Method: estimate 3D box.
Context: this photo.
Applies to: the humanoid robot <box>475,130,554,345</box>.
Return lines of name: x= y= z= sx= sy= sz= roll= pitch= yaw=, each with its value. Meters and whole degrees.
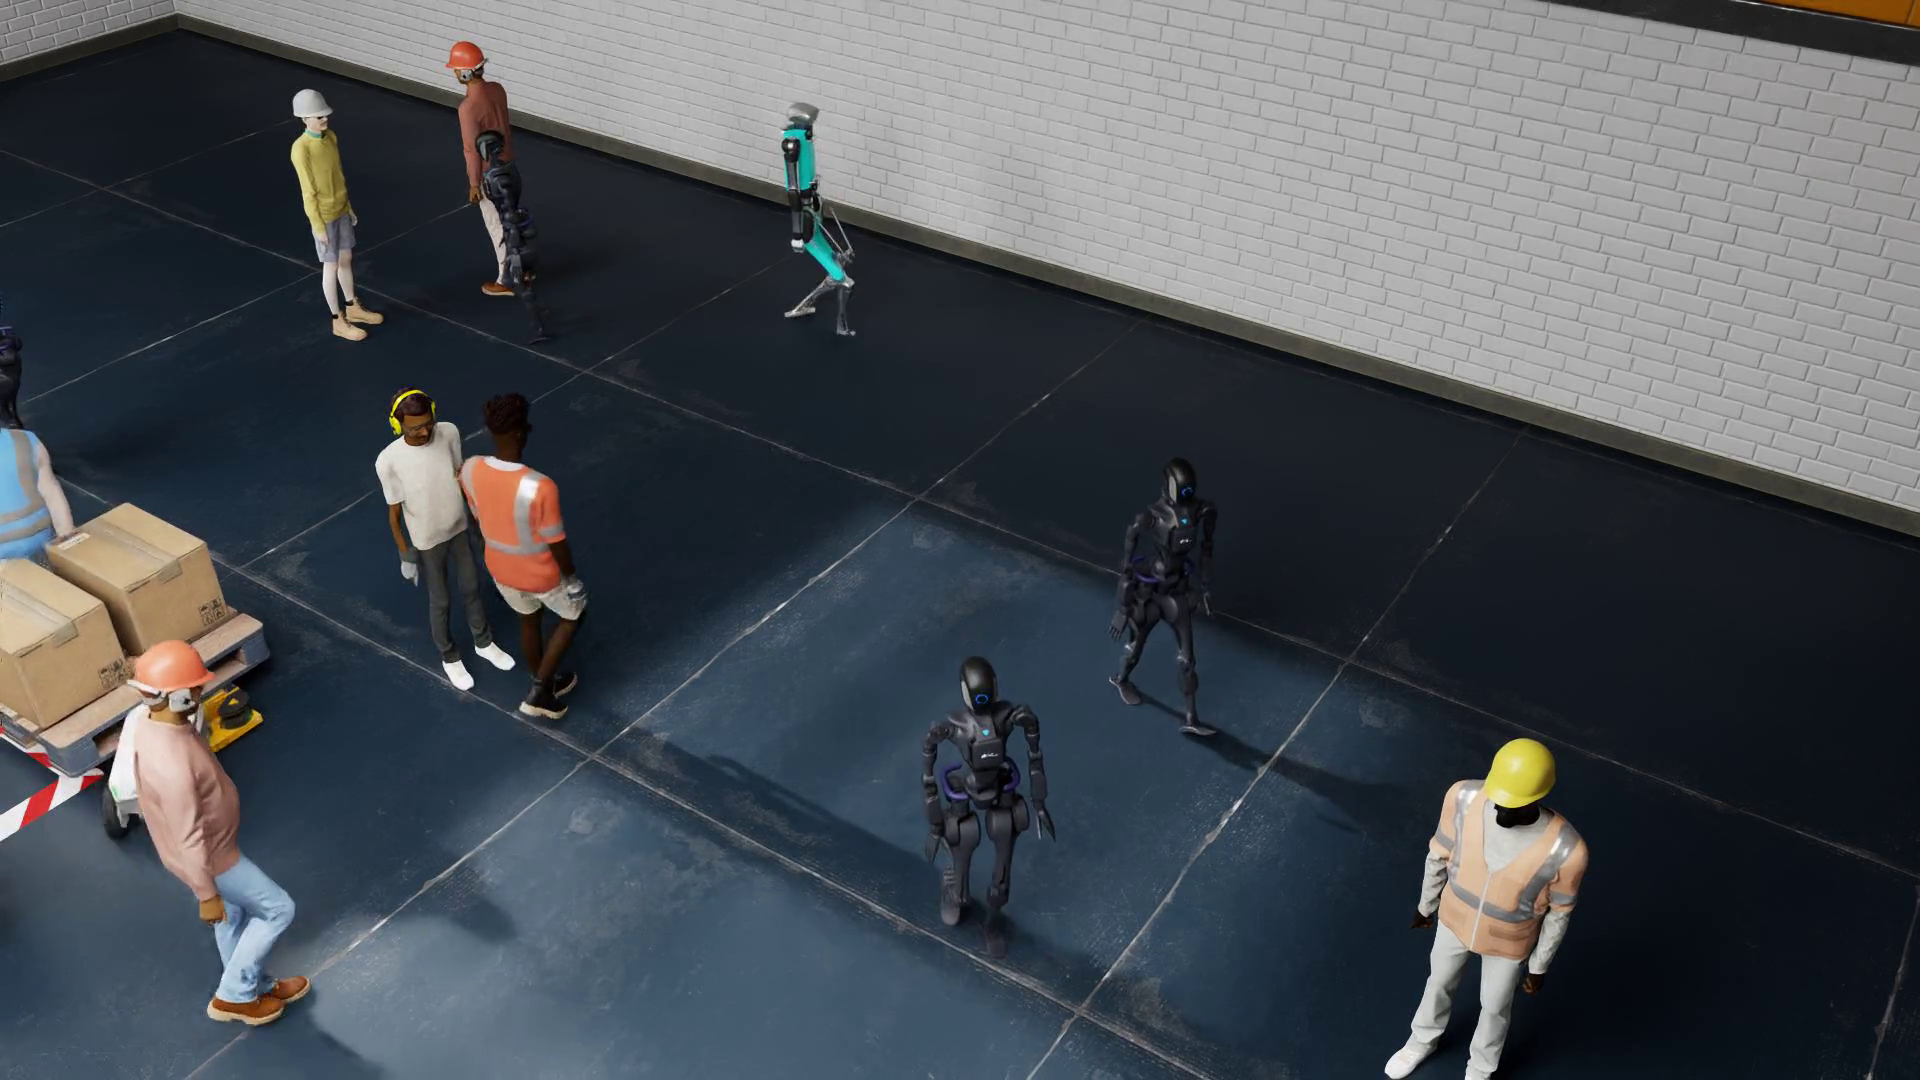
humanoid robot: x=-3.235 y=-2.210 z=12.187 sx=0.383 sy=1.654 sz=0.600 roll=-14 pitch=37 yaw=-19

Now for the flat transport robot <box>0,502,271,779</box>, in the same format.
flat transport robot: x=-4.535 y=0.850 z=9.048 sx=1.431 sy=0.231 sz=0.659 roll=21 pitch=40 yaw=27

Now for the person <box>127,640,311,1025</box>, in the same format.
person: x=-3.112 y=1.274 z=6.969 sx=0.443 sy=1.957 sz=0.639 roll=-19 pitch=39 yaw=-25

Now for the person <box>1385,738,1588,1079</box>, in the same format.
person: x=2.092 y=1.536 z=6.623 sx=0.588 sy=1.926 sz=0.364 roll=25 pitch=42 yaw=31

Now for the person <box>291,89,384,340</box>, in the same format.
person: x=-4.656 y=-2.414 z=12.301 sx=0.398 sy=1.891 sz=0.472 roll=8 pitch=36 yaw=12

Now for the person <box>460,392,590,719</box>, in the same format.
person: x=-2.228 y=0.125 z=8.624 sx=0.622 sy=1.946 sz=0.452 roll=17 pitch=38 yaw=23

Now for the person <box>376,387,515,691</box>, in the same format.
person: x=-2.762 y=-0.008 z=8.896 sx=0.353 sy=1.856 sz=0.515 roll=25 pitch=42 yaw=32

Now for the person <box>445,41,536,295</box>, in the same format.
person: x=-3.645 y=-2.869 z=12.873 sx=0.405 sy=1.986 sz=0.616 roll=7 pitch=36 yaw=10

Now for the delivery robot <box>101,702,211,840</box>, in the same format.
delivery robot: x=-4.050 y=1.118 z=8.432 sx=0.499 sy=0.612 sz=0.816 roll=-8 pitch=36 yaw=-11

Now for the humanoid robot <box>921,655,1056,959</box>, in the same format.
humanoid robot: x=0.113 y=1.169 z=7.368 sx=0.592 sy=1.649 sz=0.427 roll=-9 pitch=36 yaw=-13

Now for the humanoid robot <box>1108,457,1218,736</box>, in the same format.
humanoid robot: x=1.073 y=0.303 z=8.631 sx=0.609 sy=1.624 sz=0.758 roll=-15 pitch=38 yaw=-21

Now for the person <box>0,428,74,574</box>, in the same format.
person: x=-5.138 y=-0.025 z=8.977 sx=0.638 sy=1.789 sz=0.960 roll=-24 pitch=41 yaw=-30

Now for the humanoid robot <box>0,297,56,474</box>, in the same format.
humanoid robot: x=-6.199 y=-1.121 z=10.635 sx=0.377 sy=1.654 sz=0.615 roll=-12 pitch=37 yaw=-16

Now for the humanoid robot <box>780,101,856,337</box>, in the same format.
humanoid robot: x=-0.967 y=-2.333 z=12.365 sx=0.817 sy=1.838 sz=0.551 roll=5 pitch=35 yaw=7
